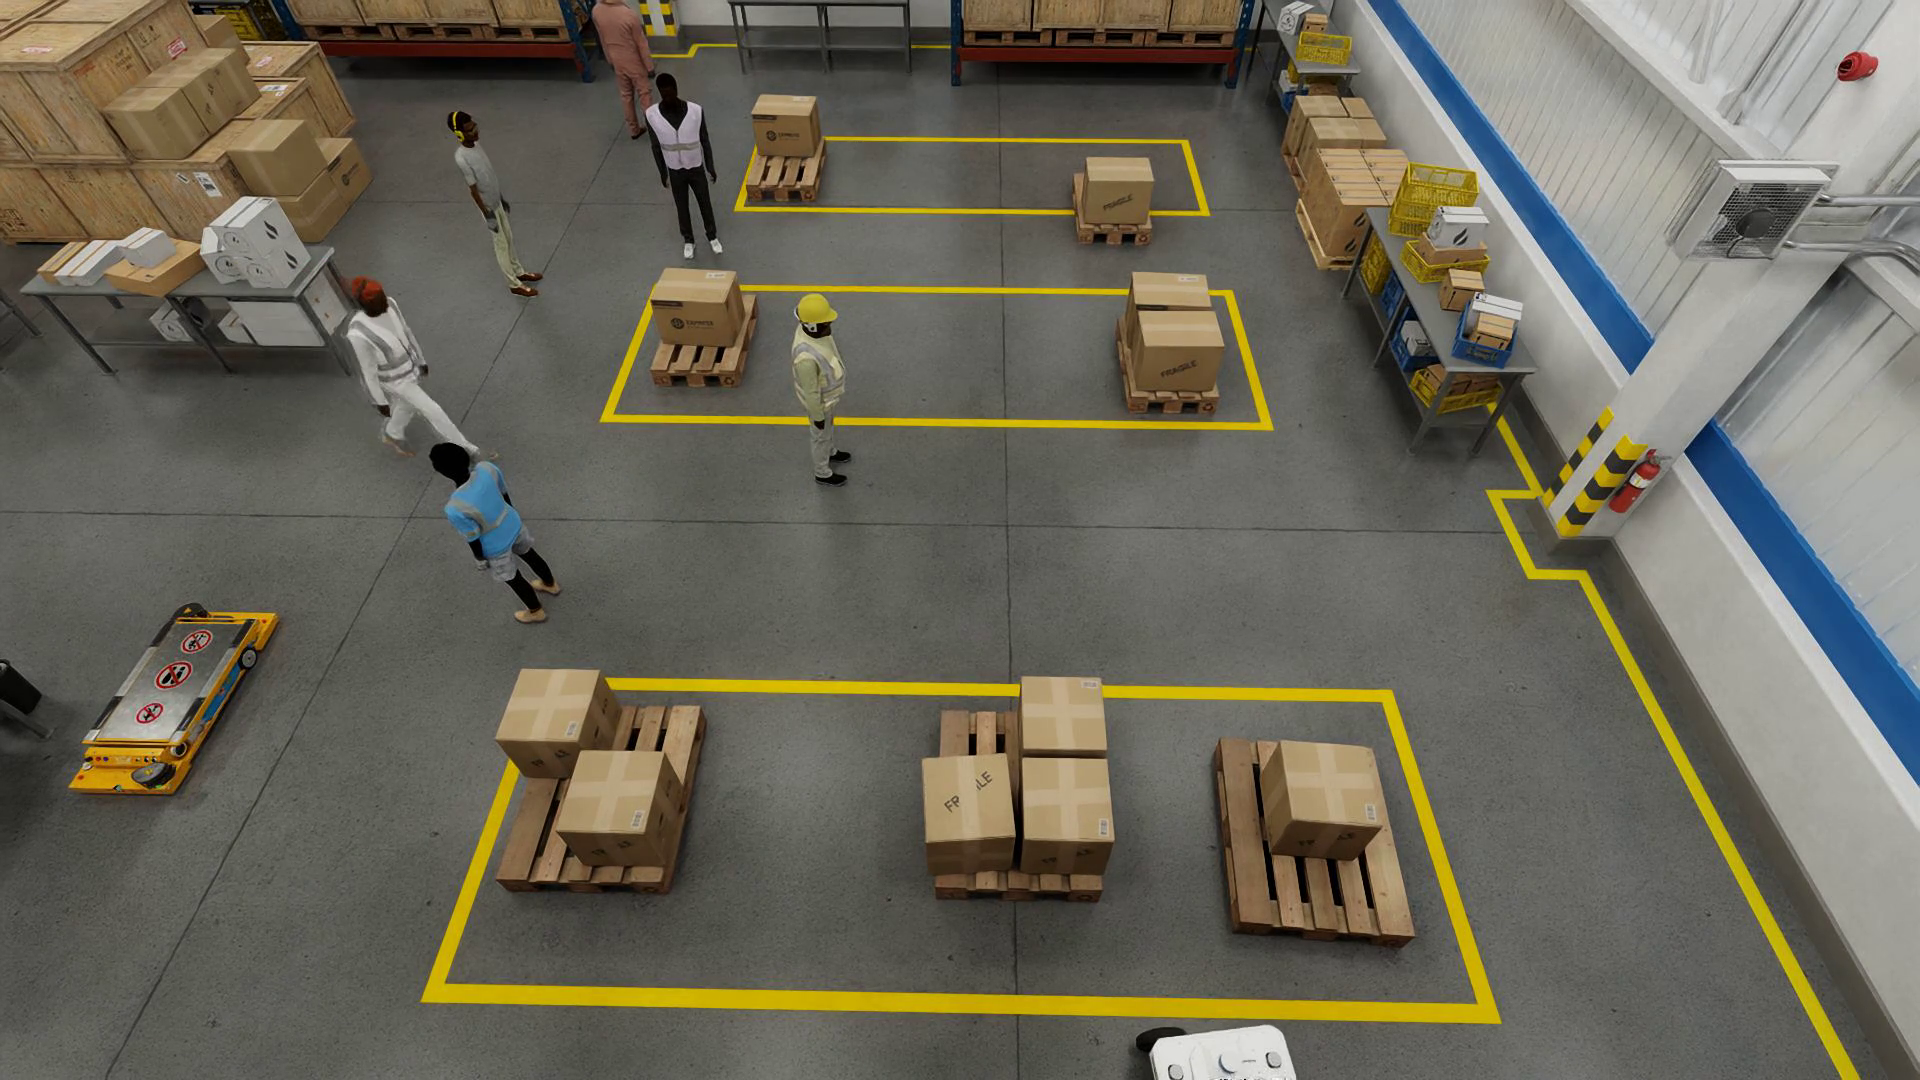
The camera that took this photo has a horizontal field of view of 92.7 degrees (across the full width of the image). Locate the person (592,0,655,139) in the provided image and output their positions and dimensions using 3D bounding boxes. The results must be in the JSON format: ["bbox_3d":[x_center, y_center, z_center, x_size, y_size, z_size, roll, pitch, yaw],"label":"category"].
[{"bbox_3d":[-4.041,-5.886,11.275,0.657,1.901,0.396,17,52,14],"label":"person"}]

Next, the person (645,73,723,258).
[{"bbox_3d":[-2.860,-3.899,9.577,0.590,1.920,0.399,-11,51,-9],"label":"person"}]

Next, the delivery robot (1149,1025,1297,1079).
[{"bbox_3d":[1.359,2.760,4.770,0.707,0.478,0.477,-5,50,-4],"label":"delivery robot"}]

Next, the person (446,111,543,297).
[{"bbox_3d":[-4.640,-3.327,9.126,0.331,1.869,0.519,-4,50,-3],"label":"person"}]

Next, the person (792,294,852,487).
[{"bbox_3d":[-1.100,-1.185,7.344,0.404,1.824,0.595,1,50,1],"label":"person"}]

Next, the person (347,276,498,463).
[{"bbox_3d":[-4.629,-1.340,7.473,0.984,1.835,0.651,0,50,0],"label":"person"}]

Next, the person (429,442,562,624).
[{"bbox_3d":[-3.260,-0.032,6.448,0.318,1.695,0.539,8,50,6],"label":"person"}]

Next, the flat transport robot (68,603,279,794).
[{"bbox_3d":[-5.504,1.072,6.442,0.652,0.197,1.431,1,50,1],"label":"flat transport robot"}]
